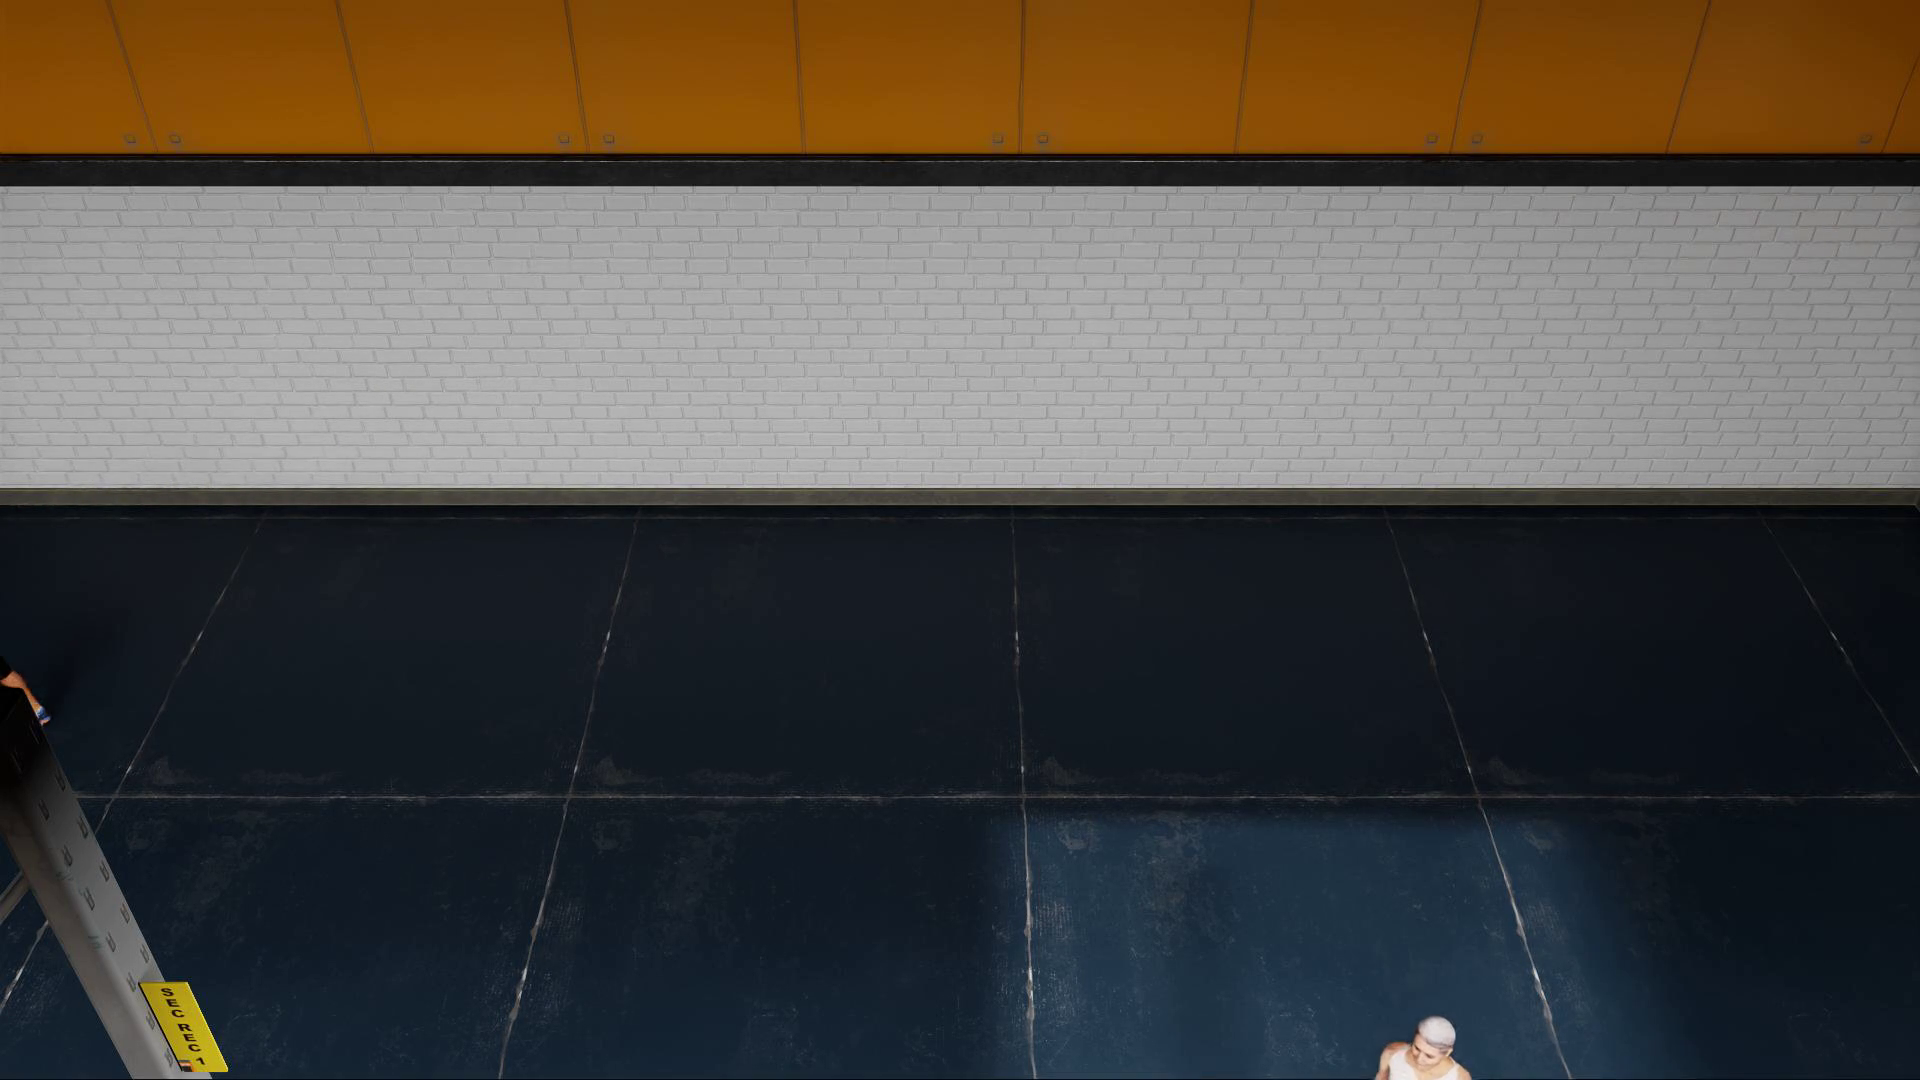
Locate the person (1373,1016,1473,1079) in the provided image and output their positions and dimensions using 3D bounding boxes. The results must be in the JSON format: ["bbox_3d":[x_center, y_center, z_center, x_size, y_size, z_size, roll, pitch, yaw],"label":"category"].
[{"bbox_3d":[2.268,2.825,8.195,0.762,1.687,0.812,25,45,28],"label":"person"}]
